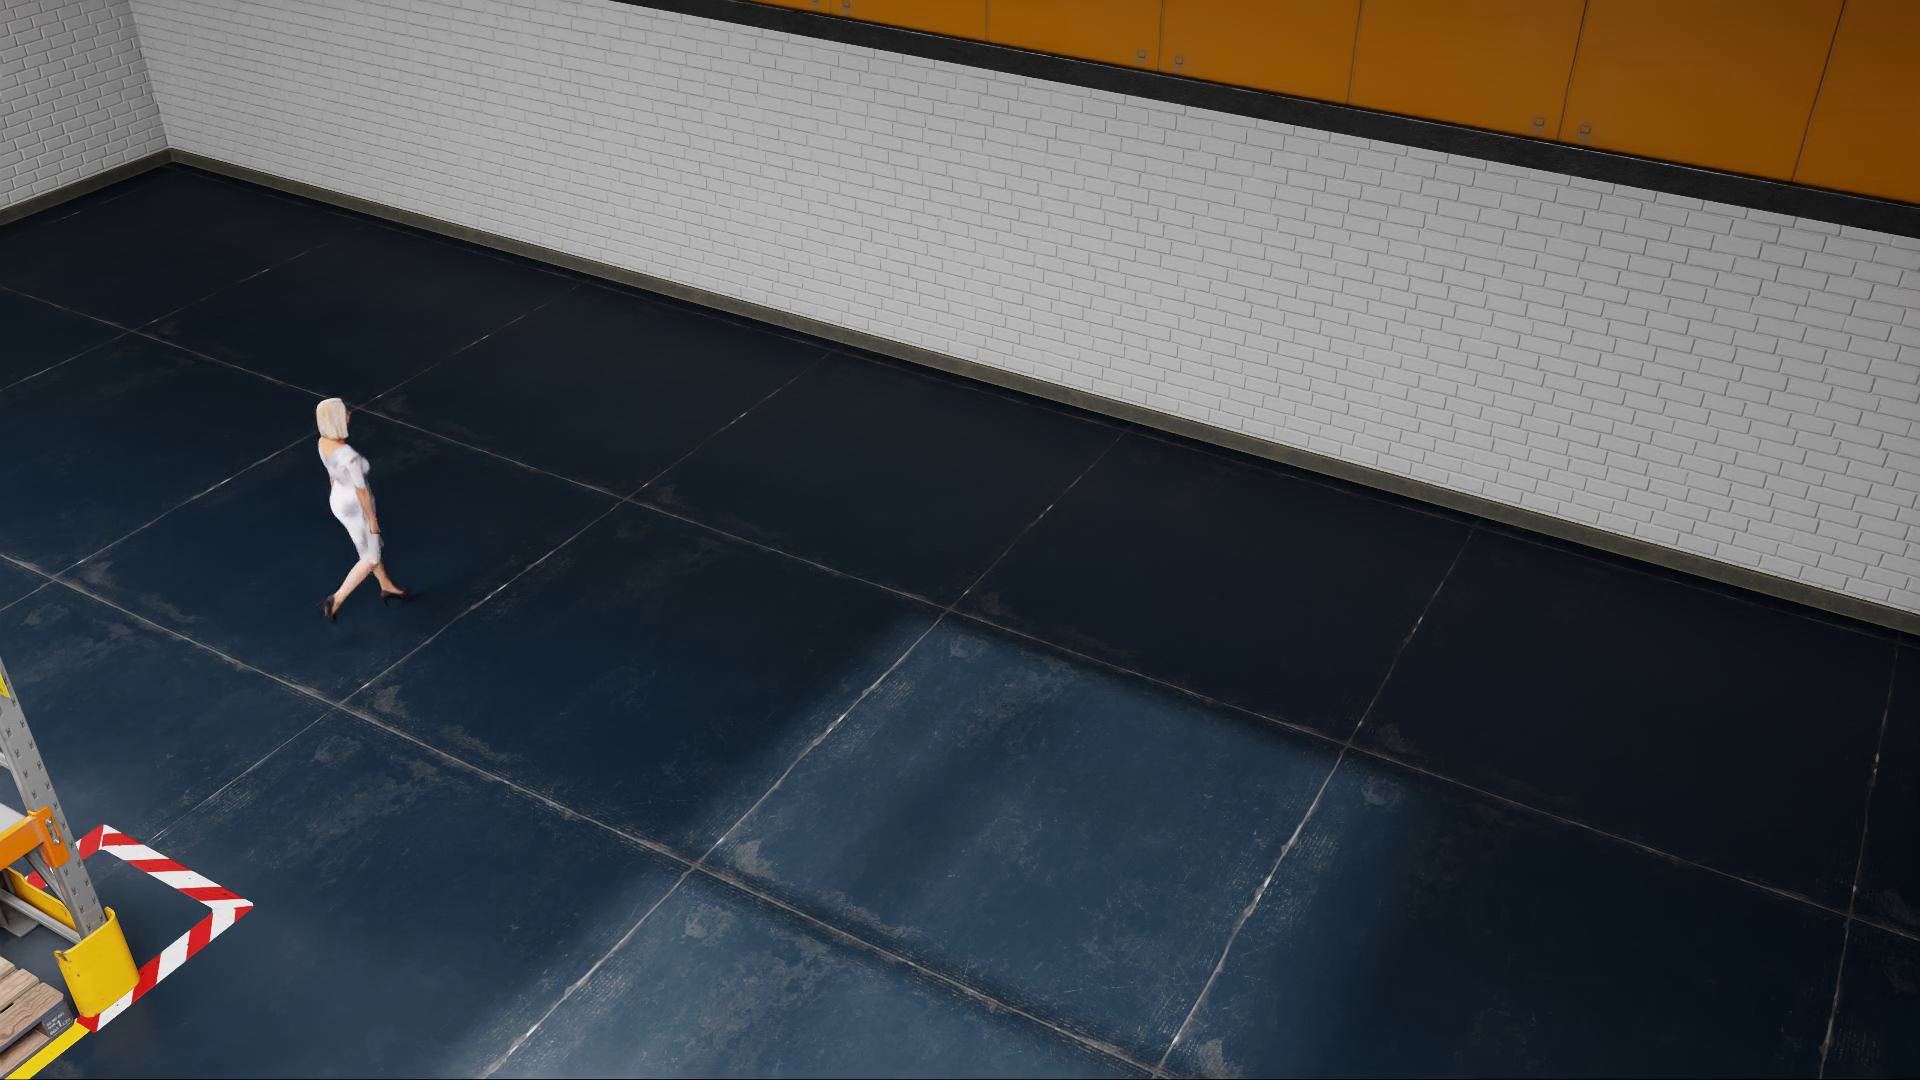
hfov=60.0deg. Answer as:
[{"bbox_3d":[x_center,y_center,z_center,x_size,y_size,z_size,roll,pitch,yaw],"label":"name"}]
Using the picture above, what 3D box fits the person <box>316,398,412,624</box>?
[{"bbox_3d":[-4.238,-0.165,11.498,0.685,1.730,1.004,25,41,32],"label":"person"}]
